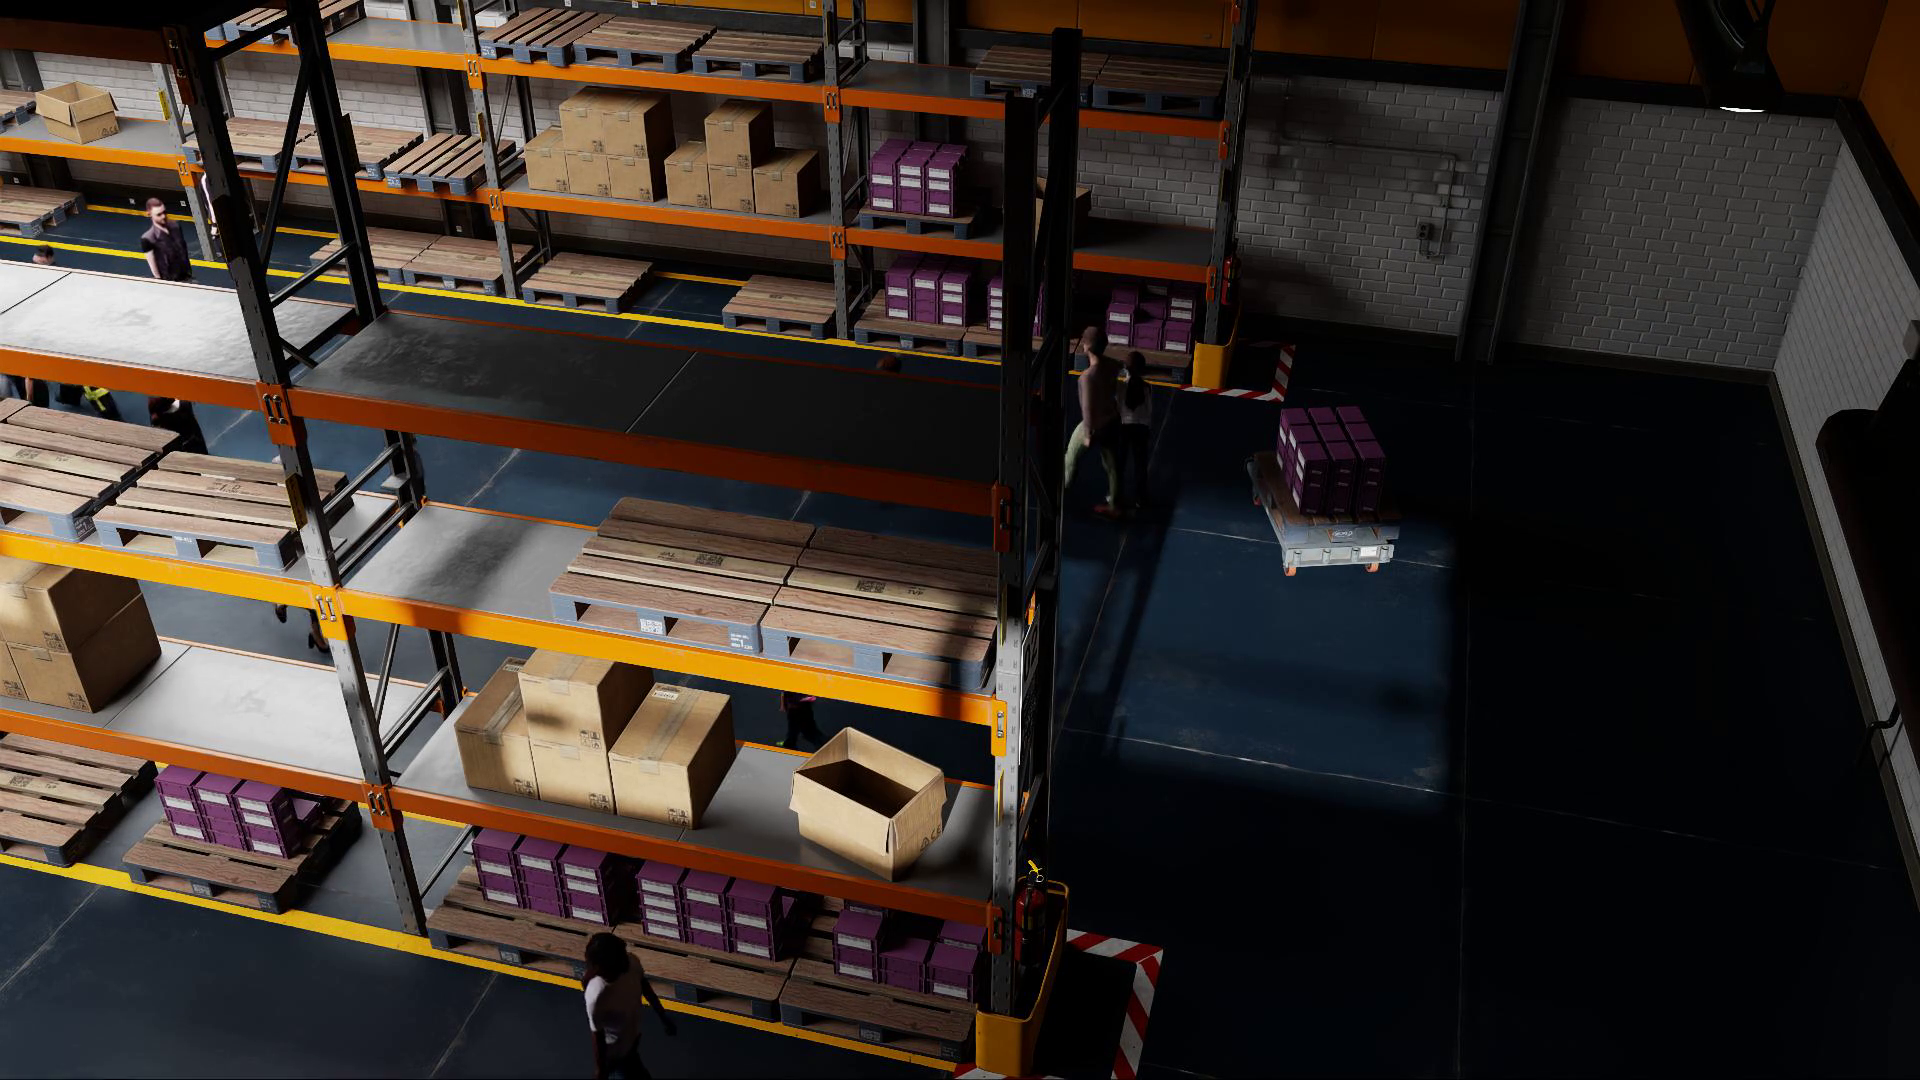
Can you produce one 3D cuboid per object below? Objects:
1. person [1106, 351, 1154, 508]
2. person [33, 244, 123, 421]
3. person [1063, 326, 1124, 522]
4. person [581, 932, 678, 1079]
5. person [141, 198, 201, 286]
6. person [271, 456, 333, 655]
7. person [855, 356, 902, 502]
[{"bbox_3d":[1.542,-0.993,15.007,0.551,1.559,0.653,-2,34,-3],"label":"person"},{"bbox_3d":[-8.663,-1.972,16.245,1.119,1.819,0.748,8,34,12],"label":"person"},{"bbox_3d":[1.300,-0.964,14.716,1.138,1.832,0.949,26,42,34],"label":"person"},{"bbox_3d":[-1.944,2.779,9.222,1.083,1.680,0.590,8,34,12],"label":"person"},{"bbox_3d":[-8.297,-2.729,17.402,1.195,1.798,0.854,16,37,22],"label":"person"},{"bbox_3d":[-5.309,0.104,13.207,0.924,1.724,0.749,18,38,25],"label":"person"},{"bbox_3d":[-0.555,-1.028,15.190,1.010,1.414,0.904,-14,36,-20],"label":"person"}]
